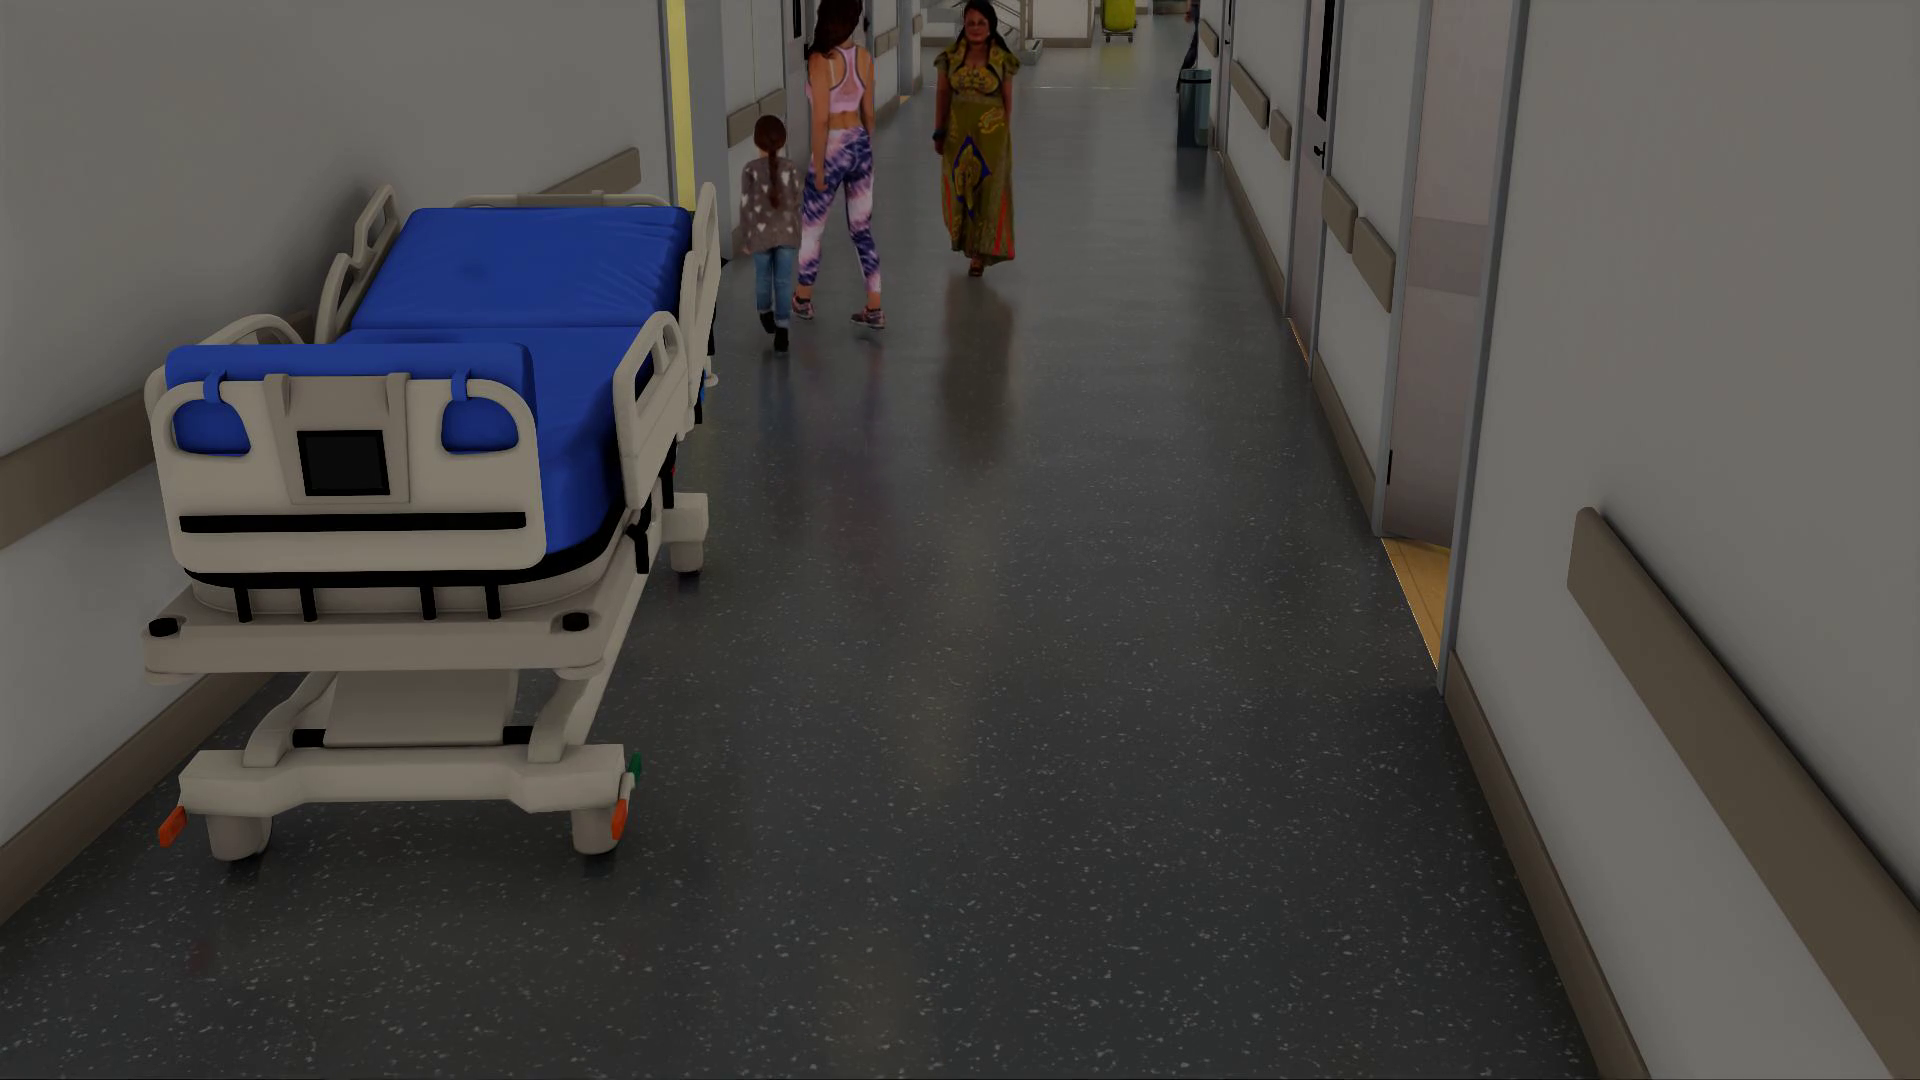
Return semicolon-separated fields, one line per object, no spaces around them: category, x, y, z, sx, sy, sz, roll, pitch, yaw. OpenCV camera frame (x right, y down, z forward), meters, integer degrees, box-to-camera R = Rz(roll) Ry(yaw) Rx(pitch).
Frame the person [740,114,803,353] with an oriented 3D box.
person;-0.947;-1.531;8.461;0.793;1.163;0.656;-3;21;-9

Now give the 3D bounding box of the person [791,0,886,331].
person;-0.572;-1.956;8.768;1.006;1.739;1.070;-17;27;-38

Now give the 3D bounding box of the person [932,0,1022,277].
person;0.090;-2.507;10.398;1.129;1.616;0.742;2;21;5
